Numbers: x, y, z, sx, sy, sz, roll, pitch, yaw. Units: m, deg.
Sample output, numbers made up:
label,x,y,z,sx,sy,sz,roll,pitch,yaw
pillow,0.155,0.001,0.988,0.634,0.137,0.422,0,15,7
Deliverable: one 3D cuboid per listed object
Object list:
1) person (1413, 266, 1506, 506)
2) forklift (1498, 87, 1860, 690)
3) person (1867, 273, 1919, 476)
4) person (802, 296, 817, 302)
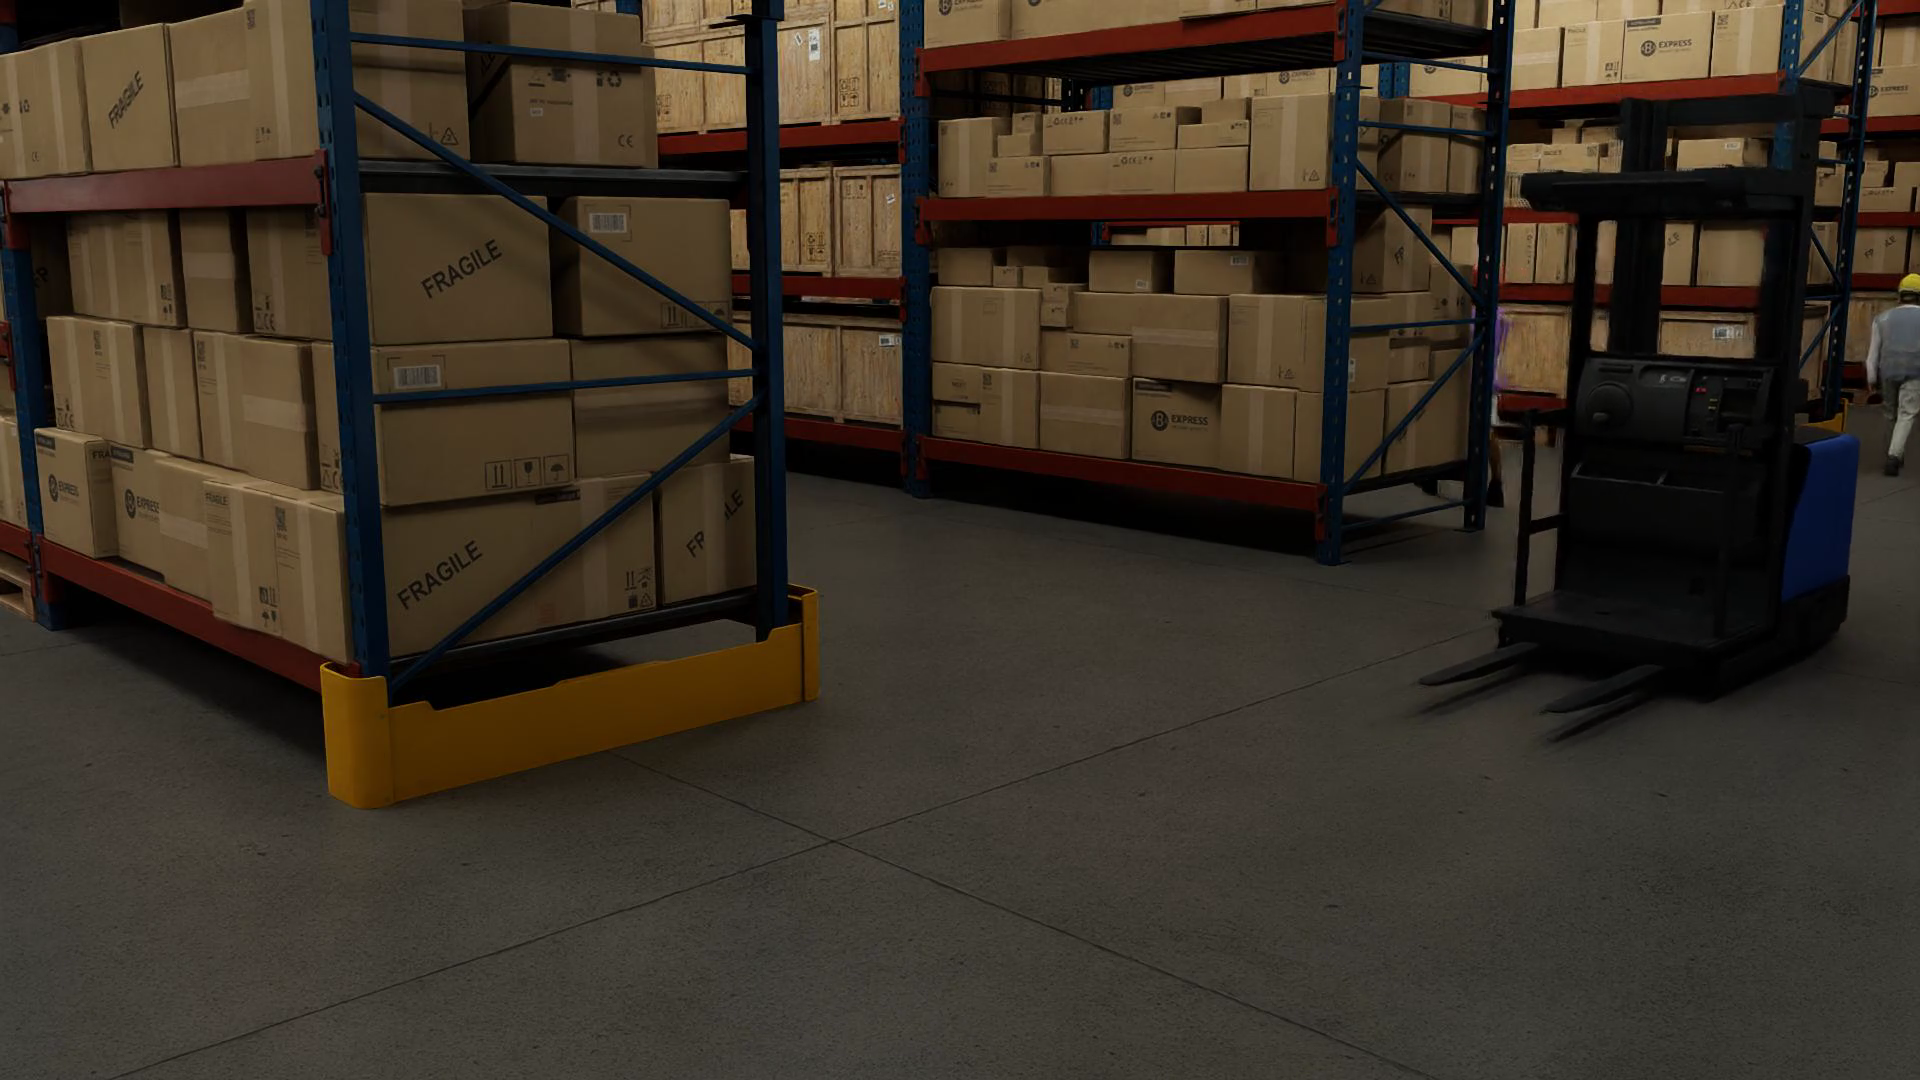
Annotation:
label,x,y,z,sx,sy,sz,roll,pitch,yaw
person,4.068,-1.244,13.338,0.567,1.882,1.011,-5,11,-24
forklift,3.793,-0.849,8.479,1.873,2.768,1.129,-10,14,-44
person,8.460,-1.482,14.909,0.586,1.800,0.876,10,14,44
person,-2.046,-2.578,20.630,1.006,1.880,0.580,10,15,44
